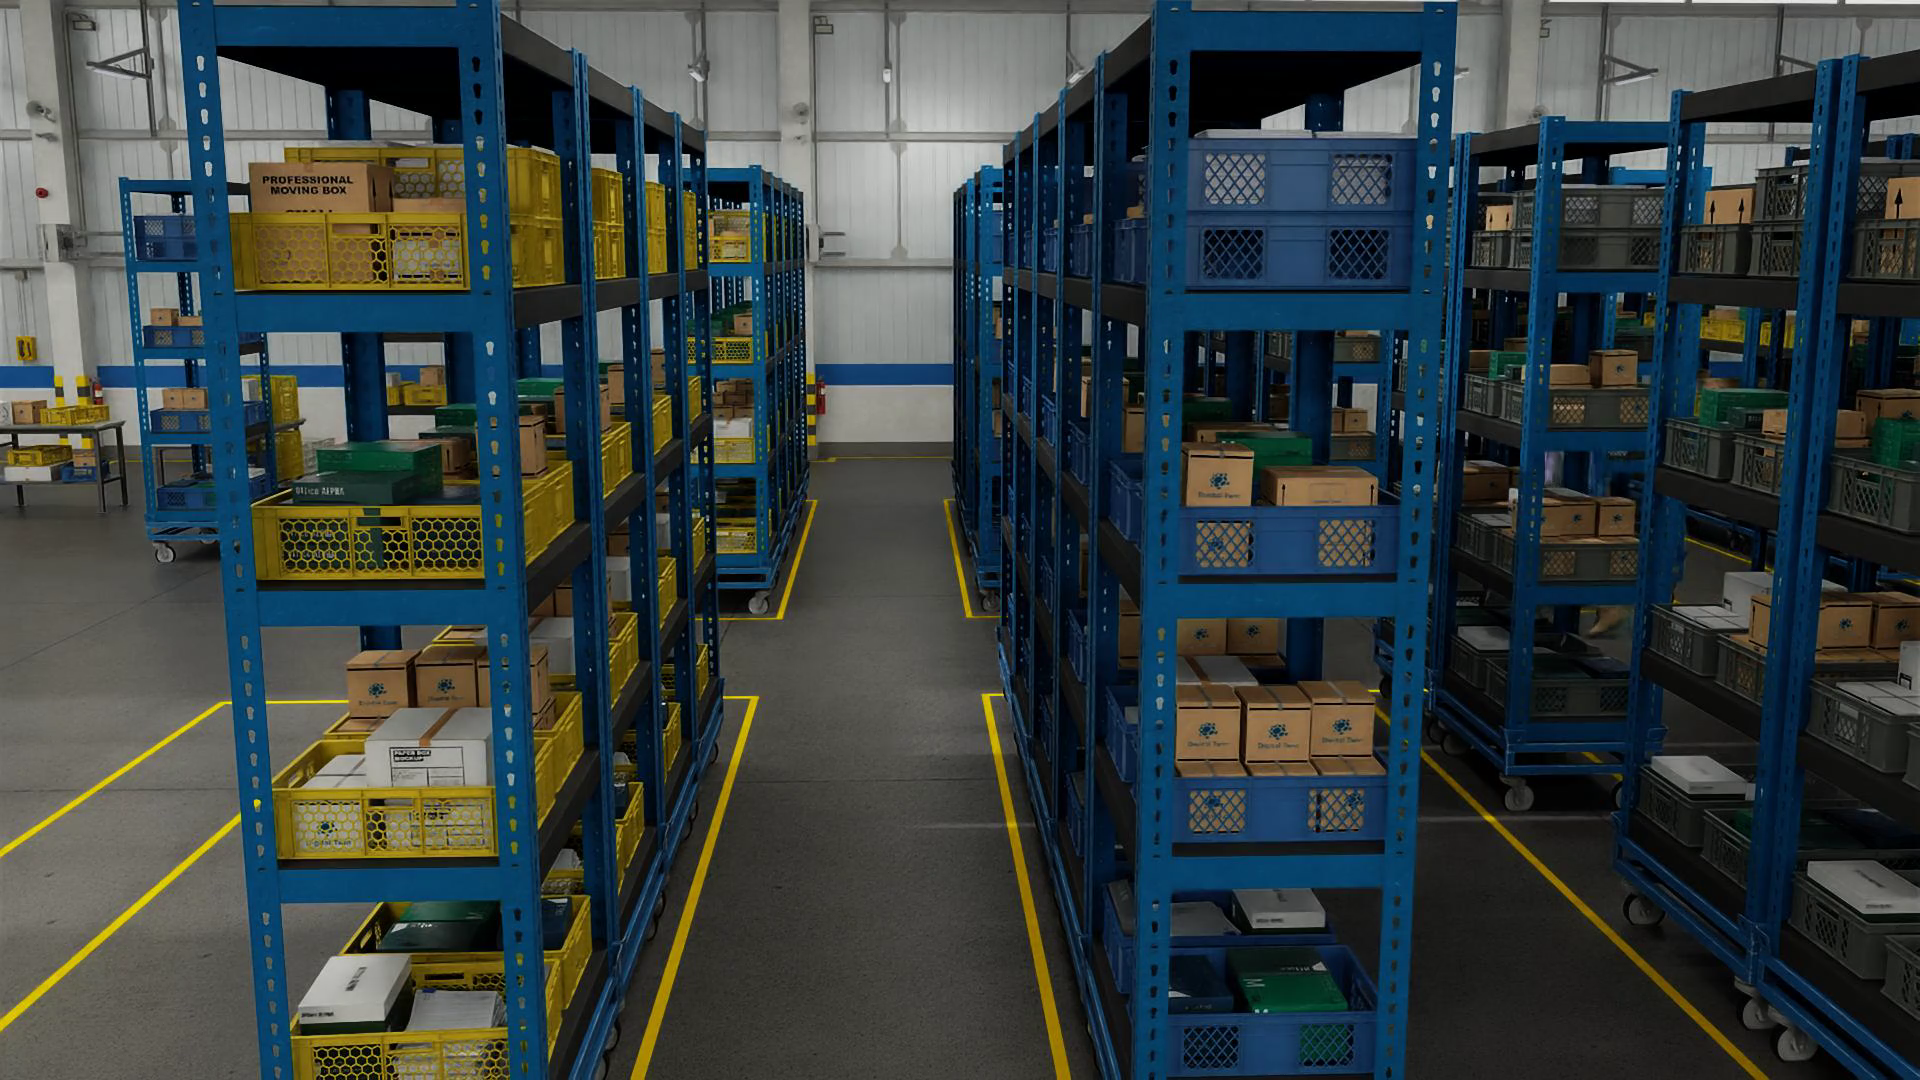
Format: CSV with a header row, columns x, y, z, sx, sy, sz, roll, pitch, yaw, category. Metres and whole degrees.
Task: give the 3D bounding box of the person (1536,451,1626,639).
x,y,z,sx,sy,sz,roll,pitch,yaw,category
4.568,-0.214,12.517,1.039,2.002,0.617,0,10,3,person
